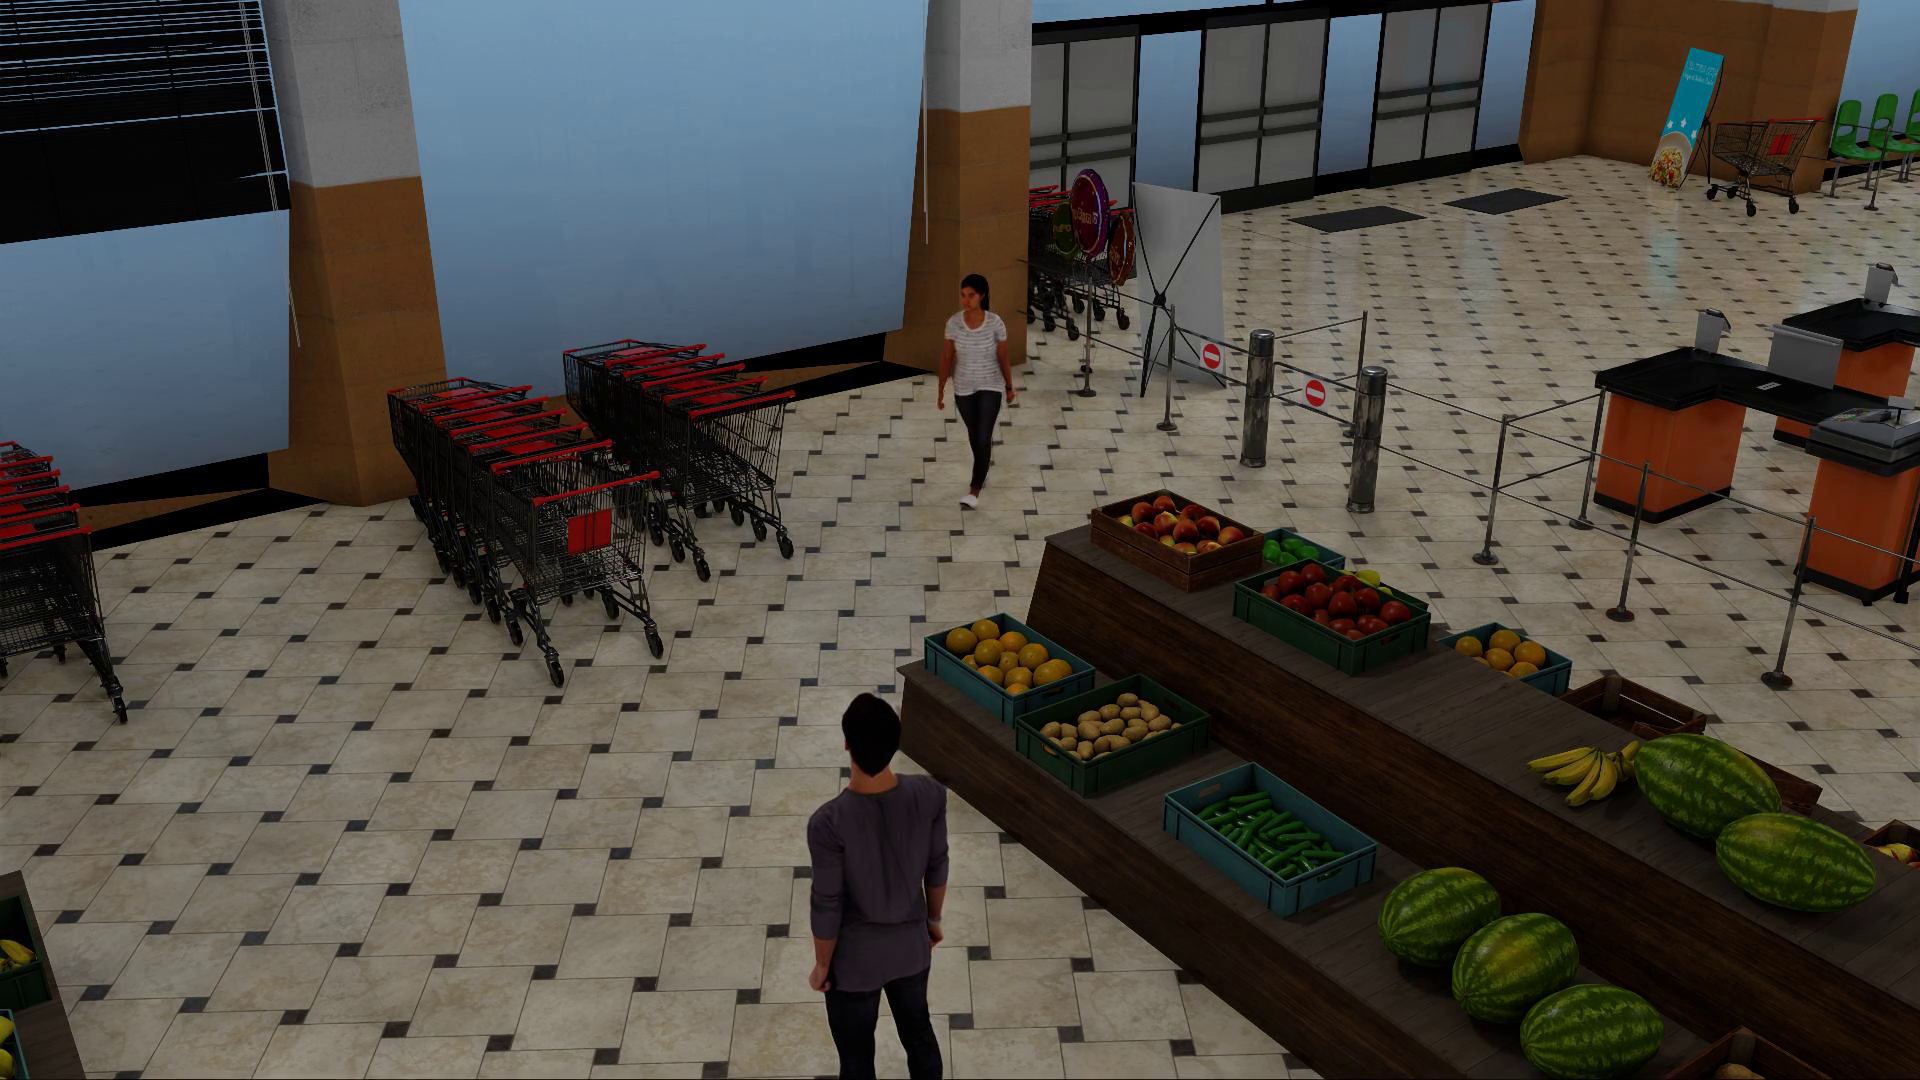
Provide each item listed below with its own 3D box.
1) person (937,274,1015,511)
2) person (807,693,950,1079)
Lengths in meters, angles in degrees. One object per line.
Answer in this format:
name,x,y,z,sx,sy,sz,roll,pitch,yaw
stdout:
person,0.152,-1.049,11.498,1.085,1.597,1.048,8,25,18
person,-0.273,1.364,5.664,0.685,1.853,0.558,-13,27,-28
